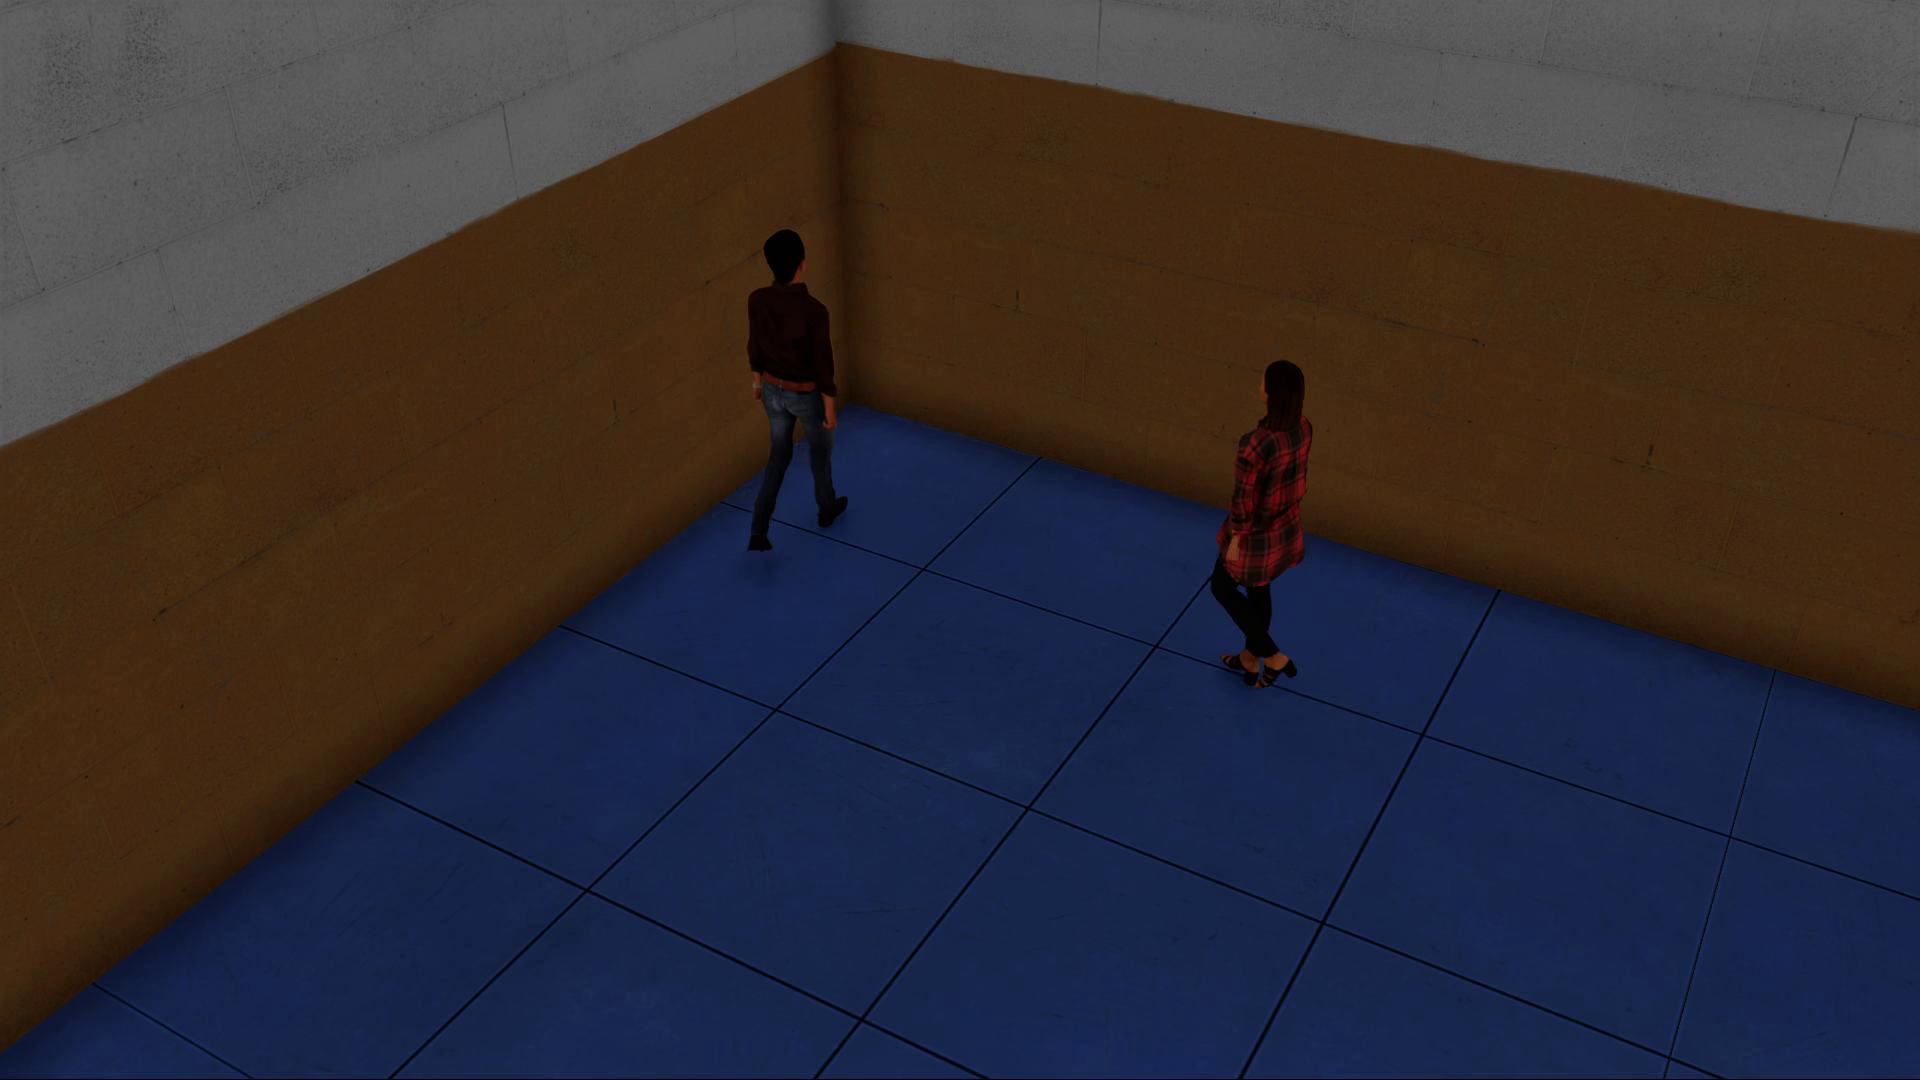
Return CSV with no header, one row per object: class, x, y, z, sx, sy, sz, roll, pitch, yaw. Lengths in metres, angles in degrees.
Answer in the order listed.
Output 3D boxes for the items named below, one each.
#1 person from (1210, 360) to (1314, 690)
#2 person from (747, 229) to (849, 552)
person,1.402,0.003,7.423,0.746,1.693,0.802,-25,41,-32
person,-0.881,-0.692,8.413,0.721,1.754,1.053,14,36,20
